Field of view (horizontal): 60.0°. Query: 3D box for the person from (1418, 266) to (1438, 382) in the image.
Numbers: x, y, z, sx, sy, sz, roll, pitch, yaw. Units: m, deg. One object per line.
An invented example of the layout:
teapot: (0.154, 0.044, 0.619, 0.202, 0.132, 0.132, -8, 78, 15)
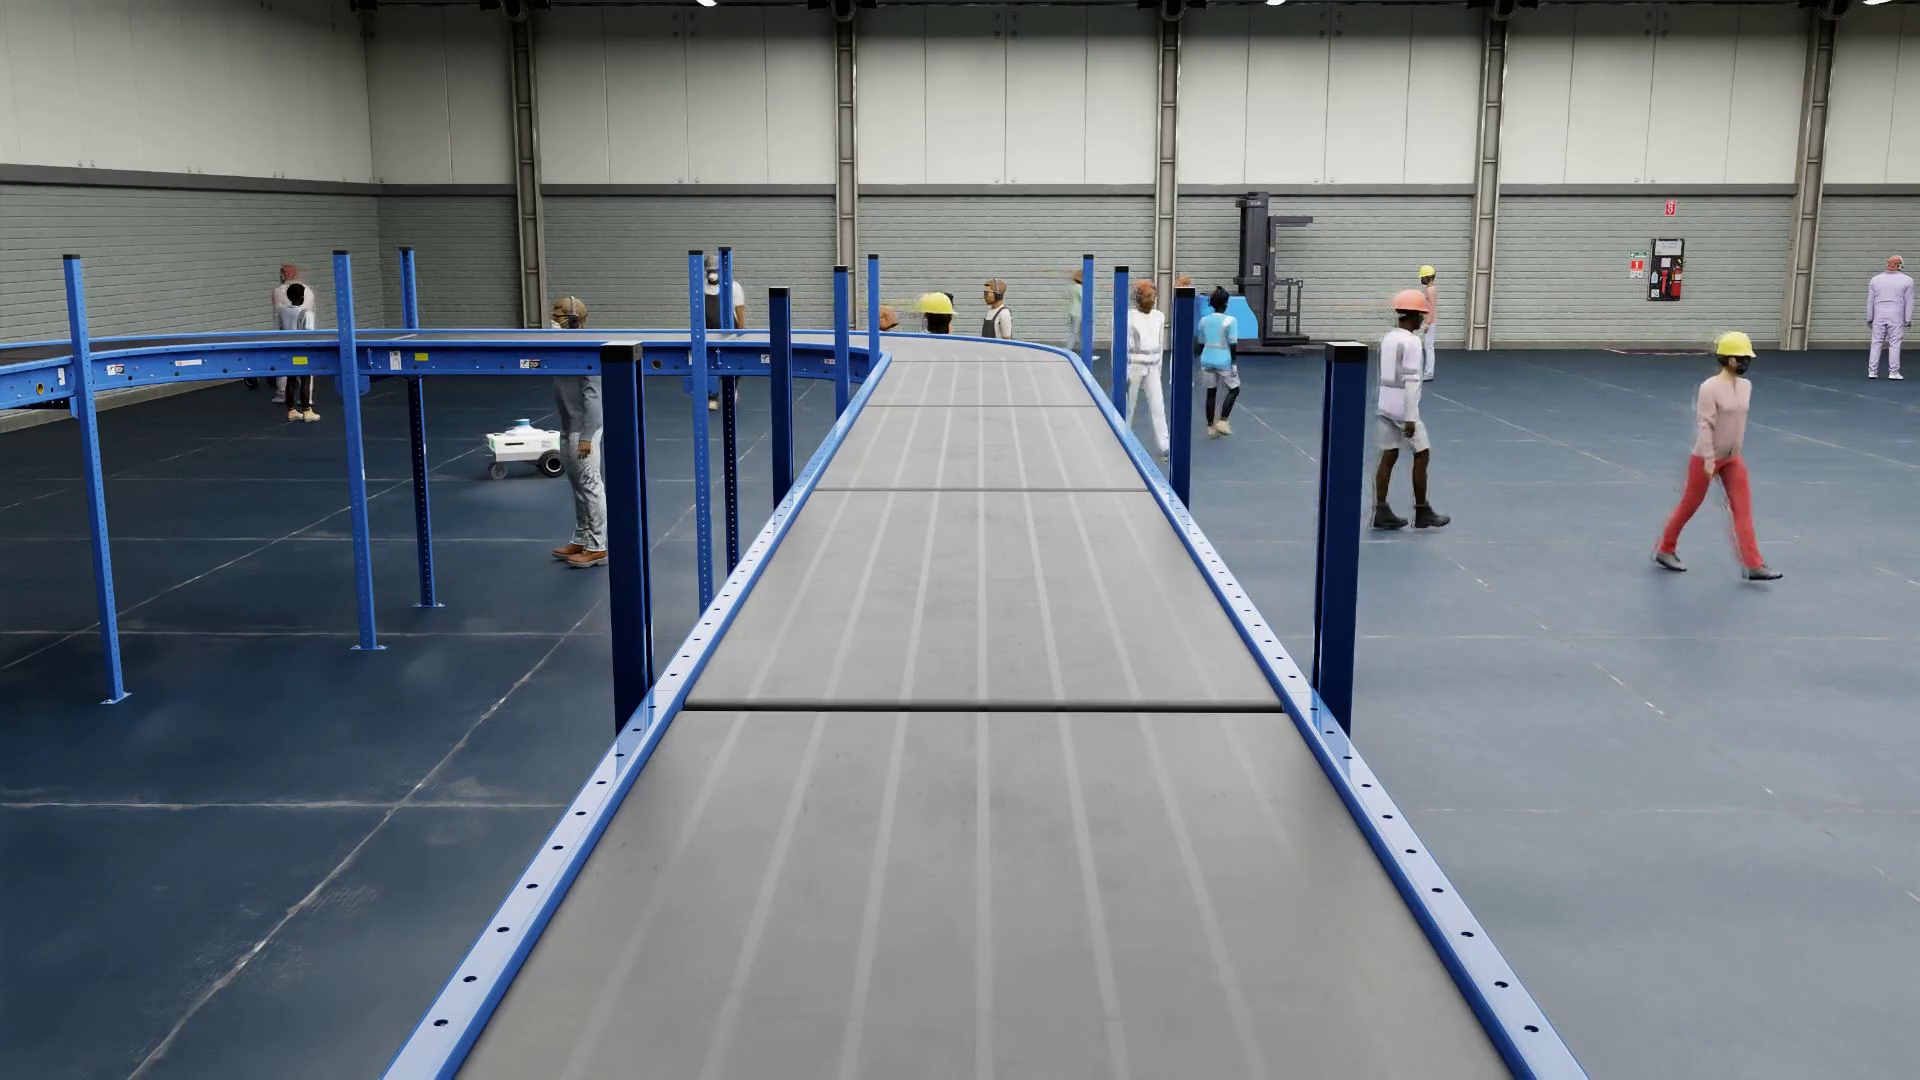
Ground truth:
person: (7.153, -3.318, 25.508, 0.326, 1.760, 0.524, 2, 11, 13)

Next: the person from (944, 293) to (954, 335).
person: (-0.169, -1.951, 18.741, 0.893, 1.645, 0.550, -1, 11, -6)

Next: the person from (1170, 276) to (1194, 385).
person: (3.313, -3.115, 24.794, 0.280, 1.631, 0.514, -4, 12, -19)

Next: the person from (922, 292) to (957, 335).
person: (-0.282, -1.116, 13.864, 0.947, 1.893, 0.598, -1, 11, -3)

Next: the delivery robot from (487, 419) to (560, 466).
delivery robot: (-4.243, -0.934, 16.224, 0.707, 0.478, 0.477, -4, 12, -21)

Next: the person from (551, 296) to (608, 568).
person: (-2.757, -0.784, 12.017, 0.370, 1.941, 0.627, -6, 12, -27)

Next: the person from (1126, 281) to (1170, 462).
person: (1.918, -1.695, 16.940, 0.616, 1.840, 0.948, -7, 13, -31)

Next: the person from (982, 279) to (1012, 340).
person: (0.379, -1.868, 17.828, 0.342, 1.846, 0.509, -4, 12, -21)

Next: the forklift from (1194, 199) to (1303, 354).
forklift: (5.313, -4.851, 30.603, 1.873, 2.768, 1.129, 0, 11, 1)

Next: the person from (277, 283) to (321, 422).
person: (-8.163, -2.314, 20.526, 0.530, 1.689, 0.321, 4, 12, 19)

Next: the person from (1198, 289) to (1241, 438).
person: (2.941, -1.999, 18.877, 0.555, 1.686, 0.390, 10, 15, 43)

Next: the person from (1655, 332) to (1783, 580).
person: (5.304, -0.588, 11.589, 0.545, 1.716, 0.928, -5, 12, -26)

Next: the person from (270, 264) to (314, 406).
person: (-8.946, -2.731, 22.164, 0.802, 1.874, 0.665, 7, 13, 33)

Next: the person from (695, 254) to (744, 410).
person: (-3.174, -2.703, 21.726, 0.714, 2.000, 0.562, 0, 11, 1)

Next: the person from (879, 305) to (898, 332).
person: (-0.744, -1.534, 16.675, 0.267, 1.629, 0.498, -1, 11, -4)

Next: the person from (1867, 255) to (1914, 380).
person: (14.389, -3.437, 25.733, 0.408, 1.906, 0.652, -11, 15, -44)

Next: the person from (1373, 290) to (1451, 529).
person: (3.667, -1.045, 13.397, 0.701, 1.918, 0.577, -3, 11, -14)

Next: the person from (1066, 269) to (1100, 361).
person: (2.122, -3.816, 28.458, 0.777, 1.603, 0.515, -2, 11, -12)
